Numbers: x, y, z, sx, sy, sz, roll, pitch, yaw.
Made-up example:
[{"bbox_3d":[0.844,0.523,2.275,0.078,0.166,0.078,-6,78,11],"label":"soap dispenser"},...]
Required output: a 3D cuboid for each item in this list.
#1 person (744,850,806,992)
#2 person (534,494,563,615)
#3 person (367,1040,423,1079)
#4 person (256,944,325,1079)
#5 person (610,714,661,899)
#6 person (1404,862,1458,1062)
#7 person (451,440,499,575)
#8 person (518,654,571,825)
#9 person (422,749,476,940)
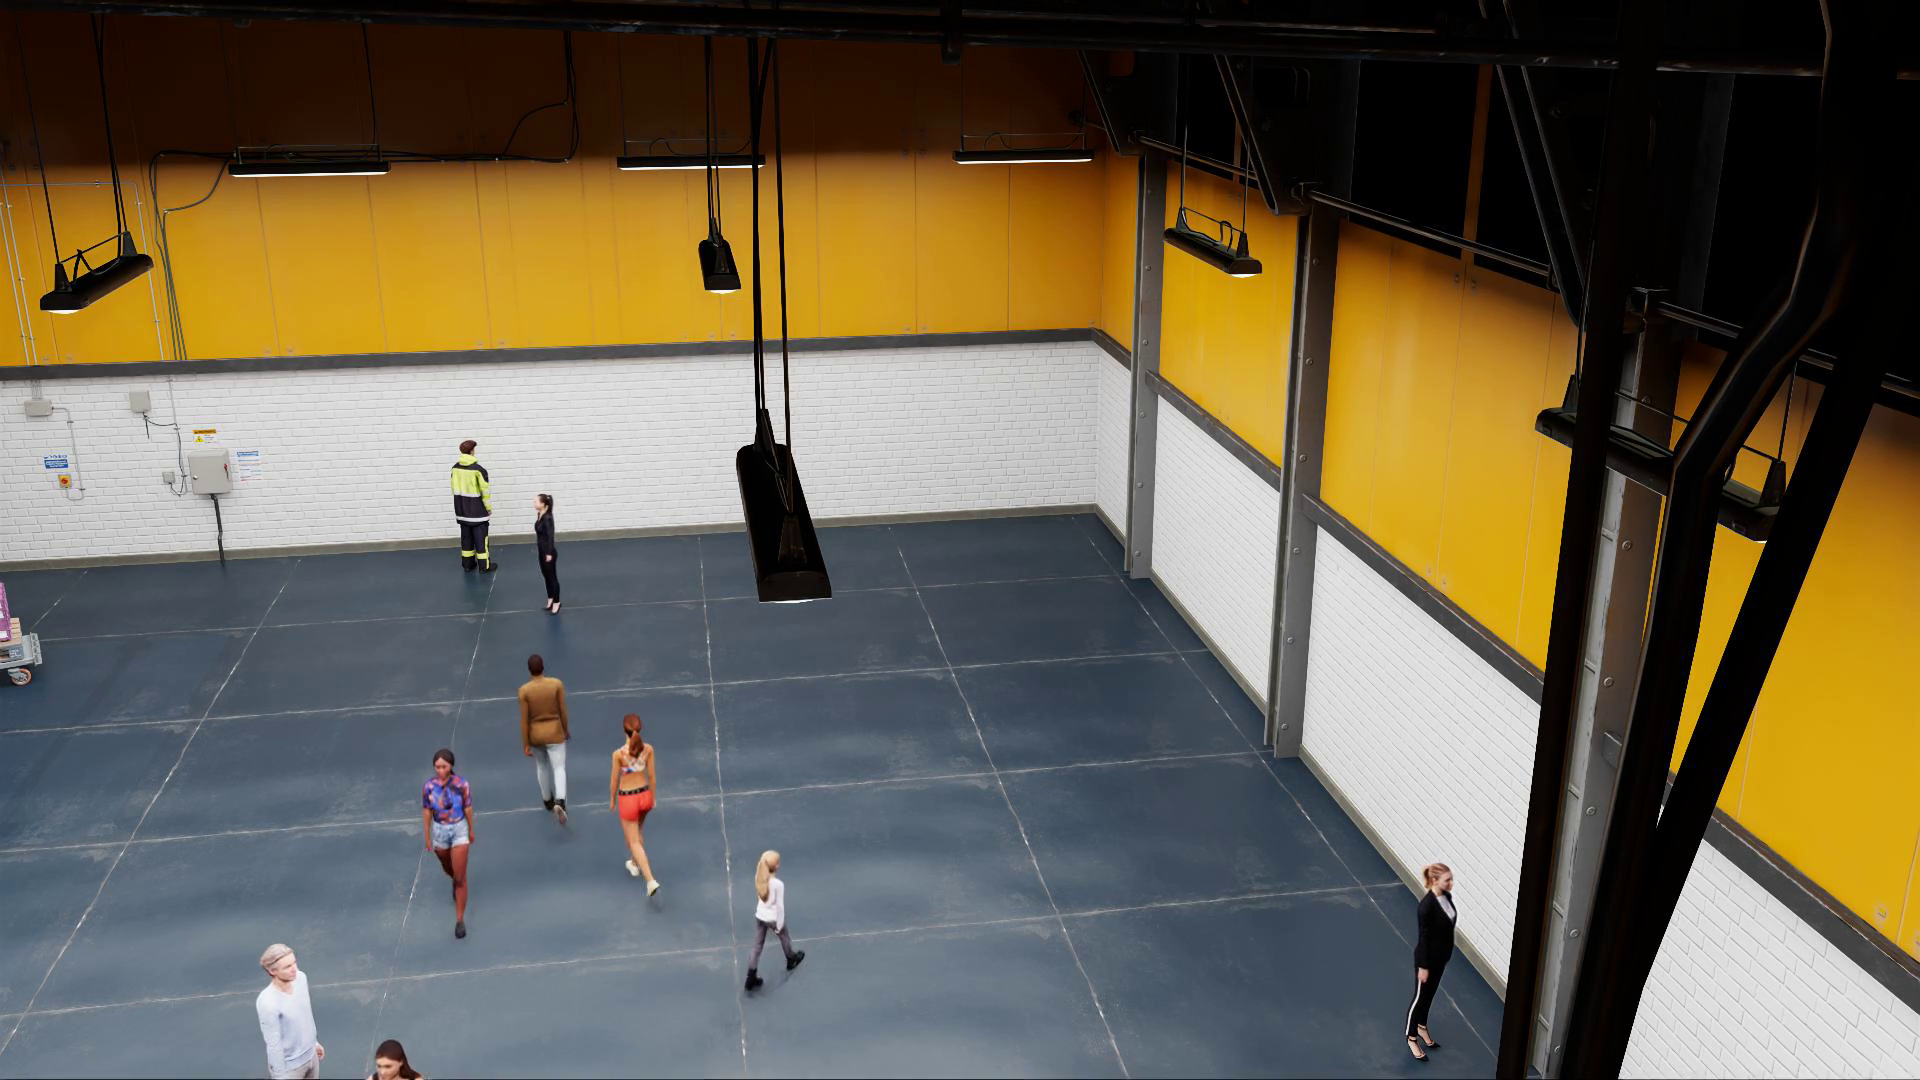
[{"bbox_3d":[-1.678,3.274,14.245,0.864,1.246,0.945,11,22,31],"label":"person"},{"bbox_3d":[-5.637,0.181,22.702,0.687,1.711,0.527,-10,21,-27],"label":"person"},{"bbox_3d":[-3.738,4.063,11.274,0.843,1.648,1.214,3,19,9],"label":"person"},{"bbox_3d":[-4.773,3.726,11.889,0.800,1.894,0.652,4,19,11],"label":"person"},{"bbox_3d":[-3.044,2.524,15.669,0.899,1.759,1.190,-13,22,-33],"label":"person"},{"bbox_3d":[3.763,3.346,13.309,0.736,1.707,0.694,15,24,38],"label":"person"},{"bbox_3d":[-7.135,-0.504,24.314,0.872,1.981,0.850,6,20,18],"label":"person"},{"bbox_3d":[-4.220,2.049,17.021,0.743,1.797,1.082,-6,20,-18],"label":"person"},{"bbox_3d":[-4.663,2.694,15.246,0.601,1.707,1.159,-3,19,-10],"label":"person"}]
